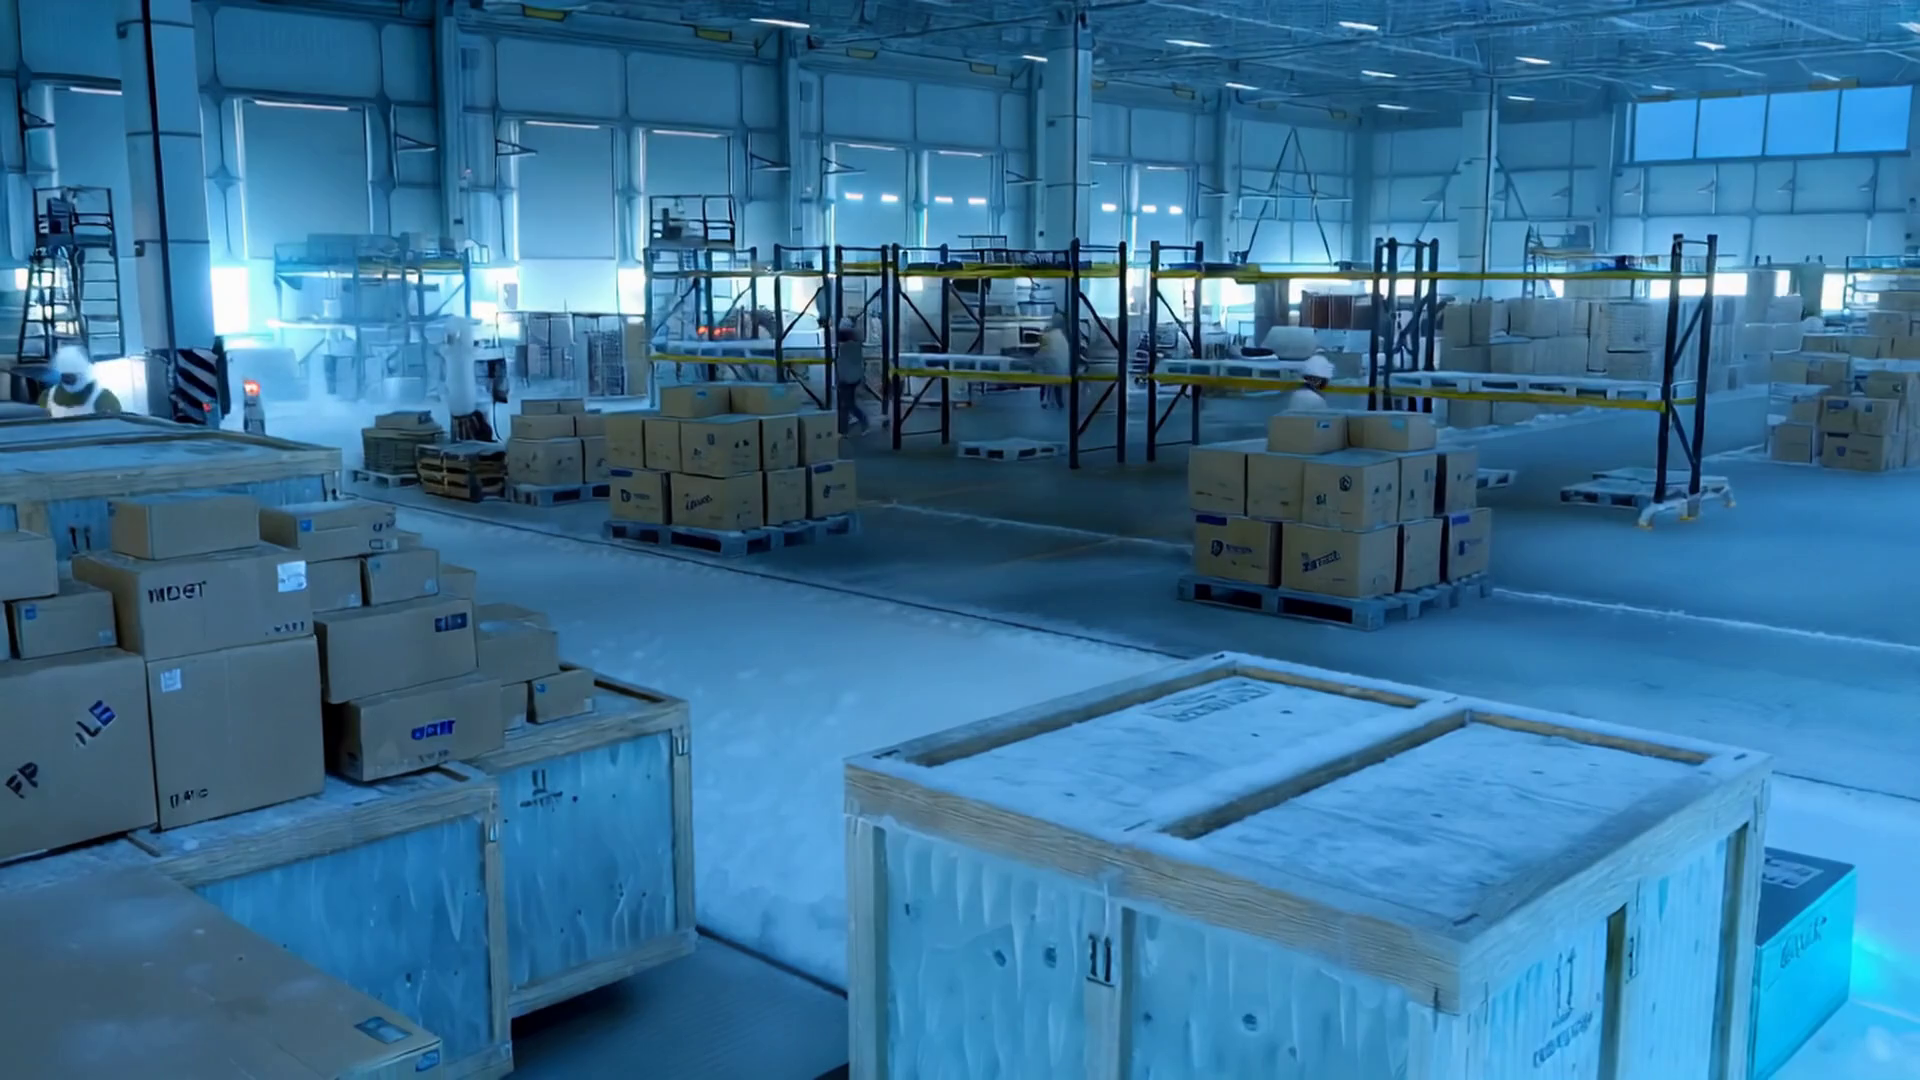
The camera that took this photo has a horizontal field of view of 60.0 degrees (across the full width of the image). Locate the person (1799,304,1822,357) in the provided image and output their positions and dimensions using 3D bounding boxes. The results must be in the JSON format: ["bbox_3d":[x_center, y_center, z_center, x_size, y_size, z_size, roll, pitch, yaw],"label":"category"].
[{"bbox_3d":[17.399,-3.858,34.081,0.635,1.936,0.354,-8,12,-40],"label":"person"}]

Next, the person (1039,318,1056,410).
[{"bbox_3d":[1.727,-3.329,31.463,0.488,1.736,0.323,-5,11,-29],"label":"person"}]

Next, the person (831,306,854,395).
[{"bbox_3d":[-2.496,-4.025,35.319,0.553,1.874,1.010,4,10,22],"label":"person"}]

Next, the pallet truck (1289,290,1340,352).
[{"bbox_3d":[11.297,-6.951,52.861,1.885,1.965,0.823,-5,11,-29],"label":"pallet truck"}]

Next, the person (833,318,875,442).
[{"bbox_3d":[-1.647,-2.481,25.747,0.815,1.904,0.585,-7,12,-38],"label":"person"}]

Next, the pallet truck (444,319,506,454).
[{"bbox_3d":[-6.981,-1.942,22.150,1.885,1.965,0.823,1,9,9],"label":"pallet truck"}]

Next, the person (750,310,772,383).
[{"bbox_3d":[-3.718,-3.286,30.709,0.528,1.903,0.667,1,9,7],"label":"person"}]

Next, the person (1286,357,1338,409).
[{"bbox_3d":[3.121,-0.694,14.870,0.968,1.881,0.577,-3,10,-17],"label":"person"}]

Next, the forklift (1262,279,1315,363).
[{"bbox_3d":[8.555,-6.090,44.881,1.873,2.768,1.129,9,13,43],"label":"forklift"}]

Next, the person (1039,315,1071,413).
[{"bbox_3d":[1.787,-3.225,30.558,0.508,1.823,0.622,0,9,-2],"label":"person"}]

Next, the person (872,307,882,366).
[{"bbox_3d":[-2.202,-5.400,44.480,0.312,1.633,0.517,-2,9,-10],"label":"person"}]

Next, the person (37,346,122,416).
[{"bbox_3d":[-7.475,-0.641,14.041,0.702,2.000,0.957,-1,9,-6],"label":"person"}]

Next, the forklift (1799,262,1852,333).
[{"bbox_3d":[22.096,-5.823,43.246,1.873,2.768,1.129,9,13,43],"label":"forklift"}]
